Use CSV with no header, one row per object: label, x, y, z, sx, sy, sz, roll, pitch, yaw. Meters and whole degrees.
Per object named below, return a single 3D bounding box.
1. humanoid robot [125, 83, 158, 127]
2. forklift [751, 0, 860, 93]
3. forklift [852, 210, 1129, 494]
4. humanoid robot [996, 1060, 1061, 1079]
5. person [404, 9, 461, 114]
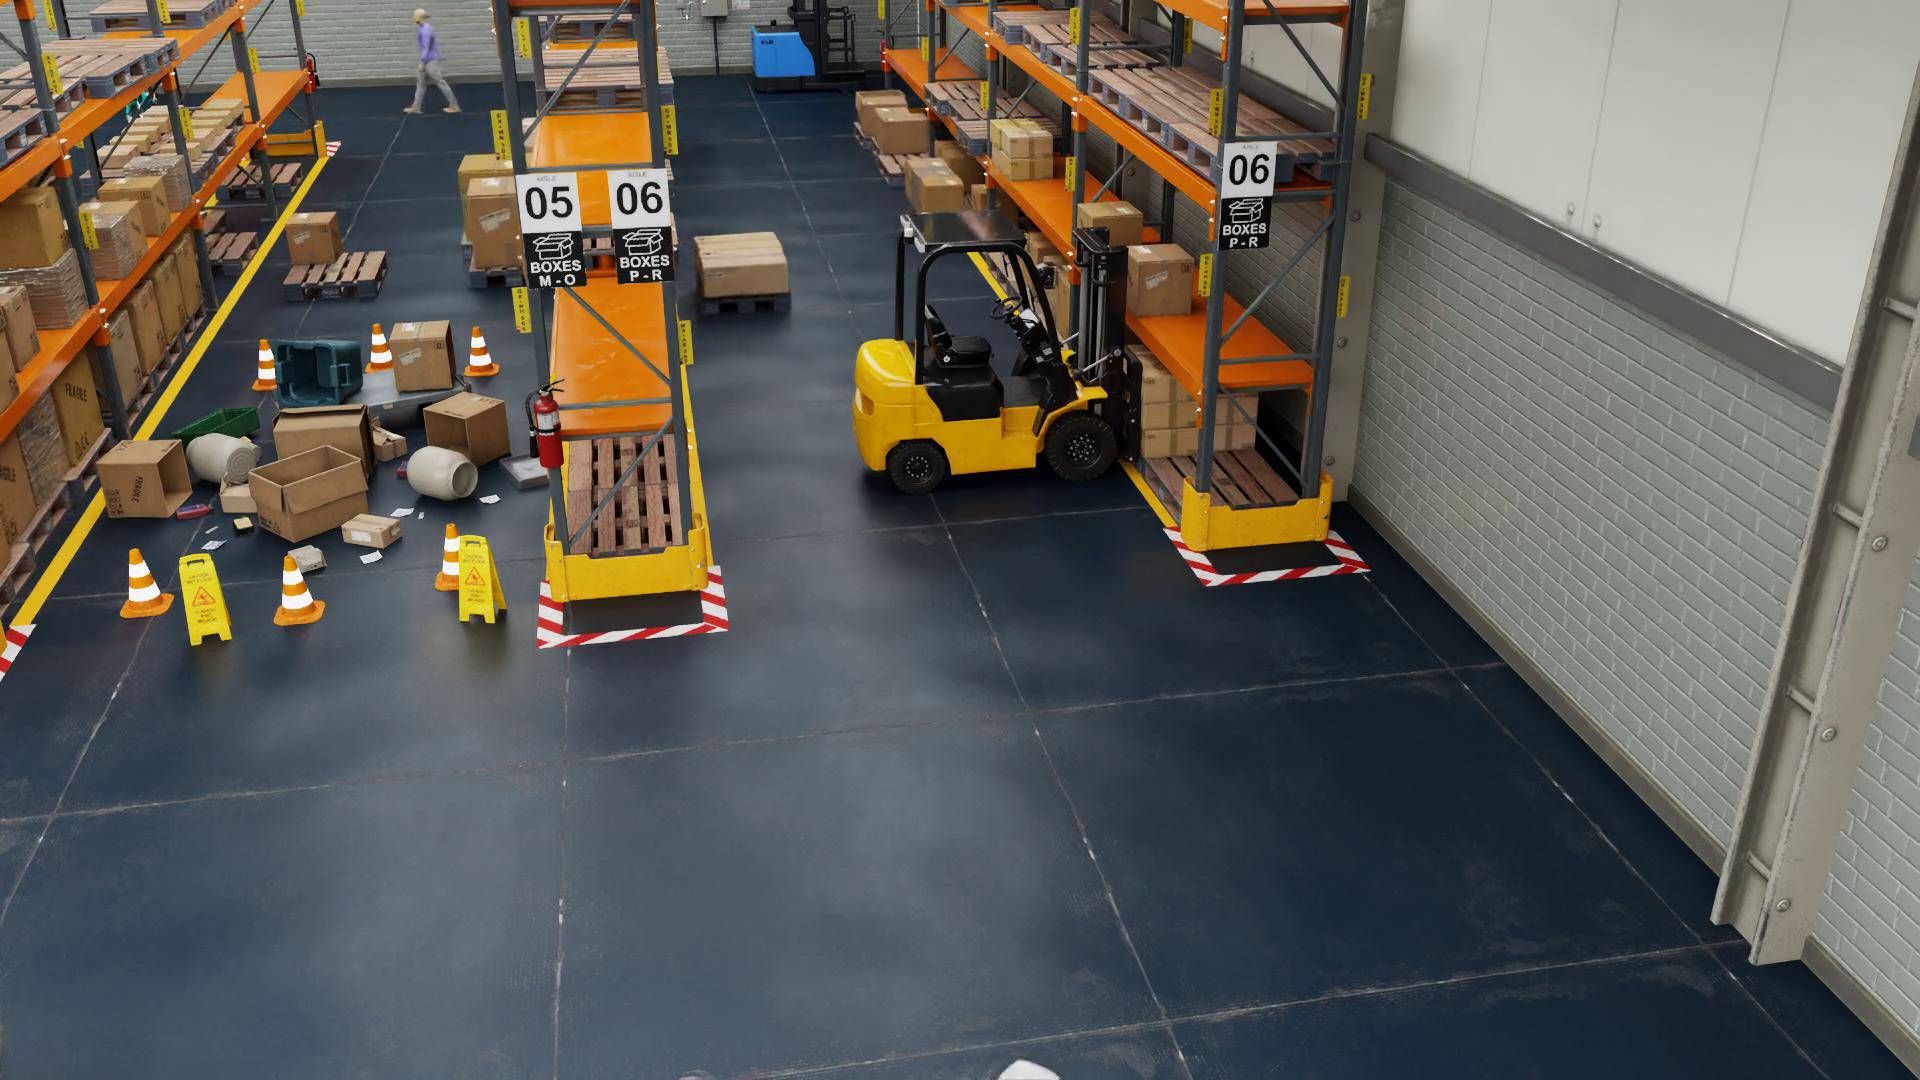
humanoid robot,-12.787,-6.964,25.786,0.533,1.673,0.735,-23,34,-40
forklift,-2.872,-9.679,30.288,1.873,2.768,1.129,-5,26,-10
forklift,0.216,-1.659,14.366,2.313,2.155,1.214,-5,26,-10
humanoid robot,0.022,2.574,6.085,0.870,1.782,0.534,14,29,27
person,-9.100,-8.177,28.448,0.947,1.750,0.613,-9,27,-18
